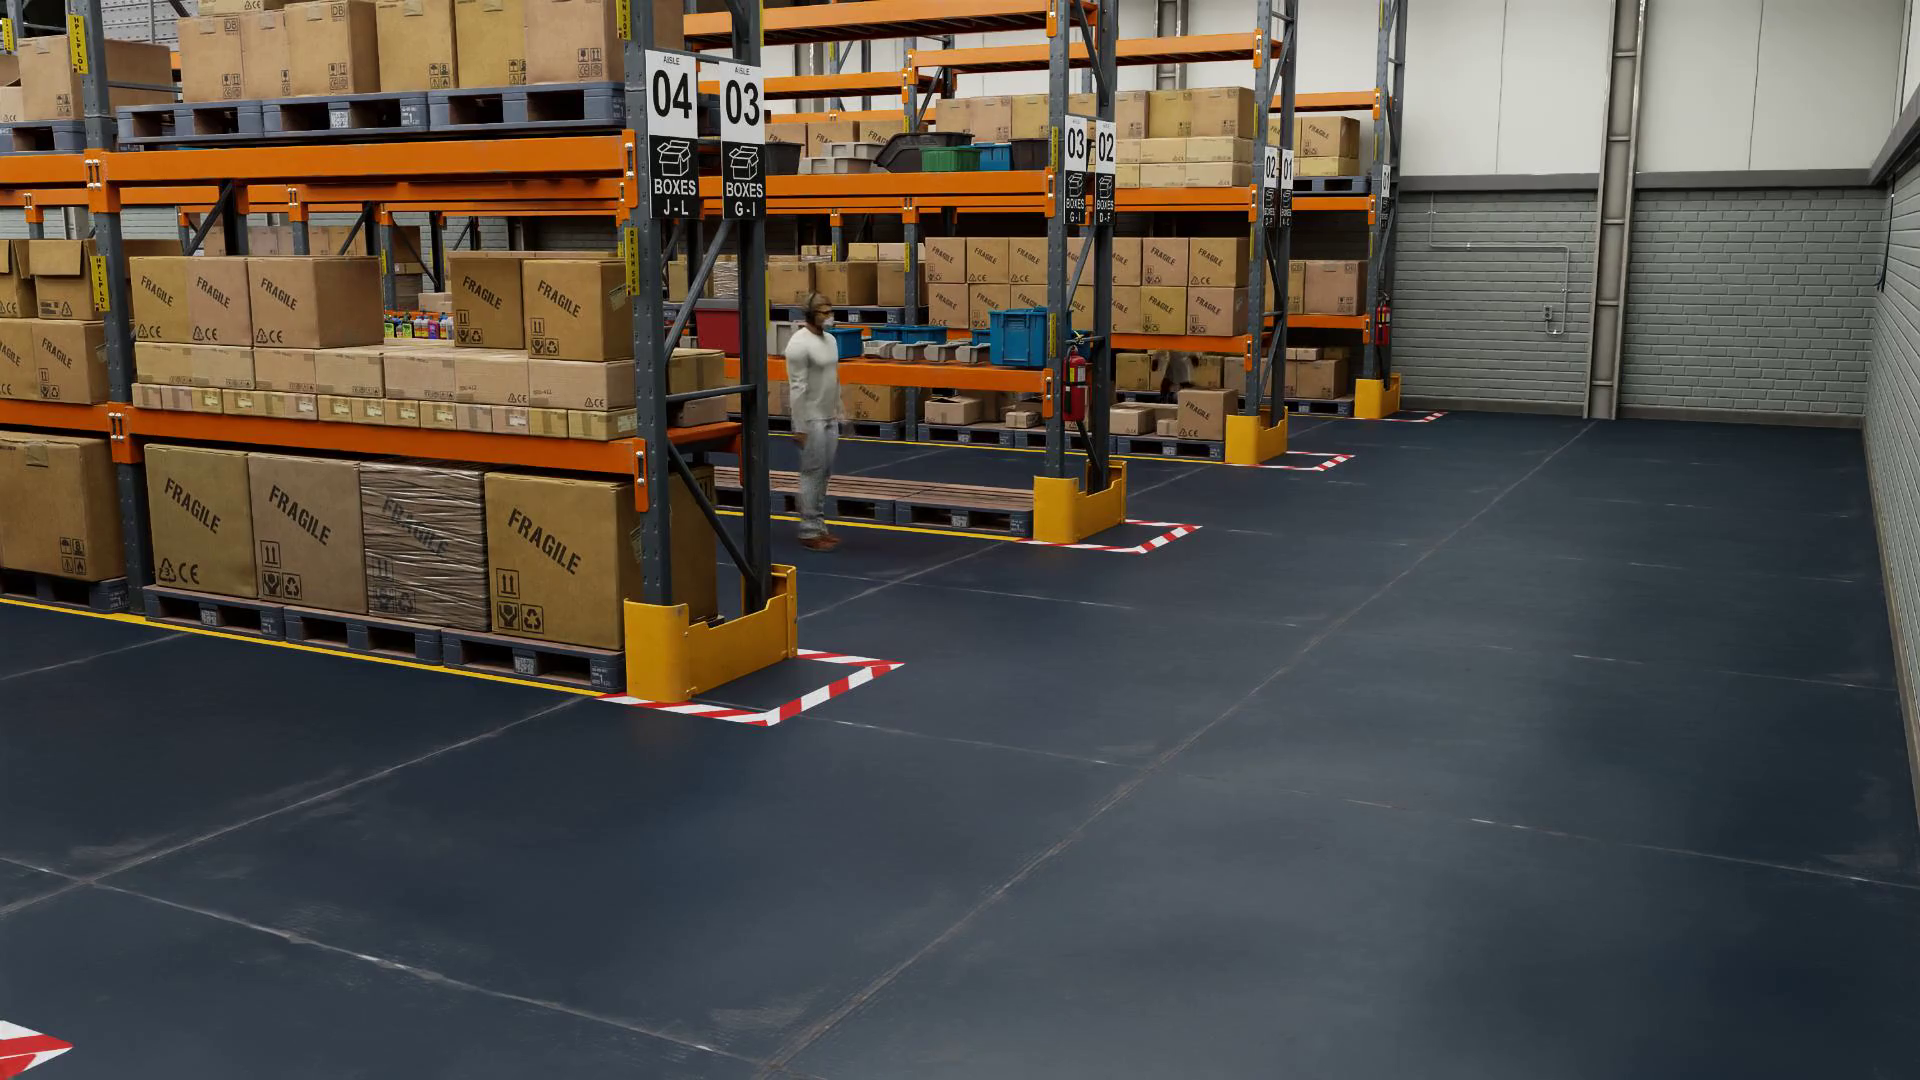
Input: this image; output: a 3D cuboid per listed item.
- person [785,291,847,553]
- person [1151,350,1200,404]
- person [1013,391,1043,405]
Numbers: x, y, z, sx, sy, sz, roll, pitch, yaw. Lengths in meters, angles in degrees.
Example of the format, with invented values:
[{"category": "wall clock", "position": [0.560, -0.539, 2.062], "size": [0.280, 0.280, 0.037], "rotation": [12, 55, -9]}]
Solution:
[{"category": "person", "position": [-1.072, -0.886, 12.455], "size": [0.367, 1.937, 0.641], "rotation": [4, 11, 20]}, {"category": "person", "position": [2.443, -2.179, 19.378], "size": [1.090, 1.978, 0.620], "rotation": [5, 12, 26]}, {"category": "person", "position": [0.888, -2.291, 20.377], "size": [0.783, 1.852, 0.517], "rotation": [7, 12, 32]}]
